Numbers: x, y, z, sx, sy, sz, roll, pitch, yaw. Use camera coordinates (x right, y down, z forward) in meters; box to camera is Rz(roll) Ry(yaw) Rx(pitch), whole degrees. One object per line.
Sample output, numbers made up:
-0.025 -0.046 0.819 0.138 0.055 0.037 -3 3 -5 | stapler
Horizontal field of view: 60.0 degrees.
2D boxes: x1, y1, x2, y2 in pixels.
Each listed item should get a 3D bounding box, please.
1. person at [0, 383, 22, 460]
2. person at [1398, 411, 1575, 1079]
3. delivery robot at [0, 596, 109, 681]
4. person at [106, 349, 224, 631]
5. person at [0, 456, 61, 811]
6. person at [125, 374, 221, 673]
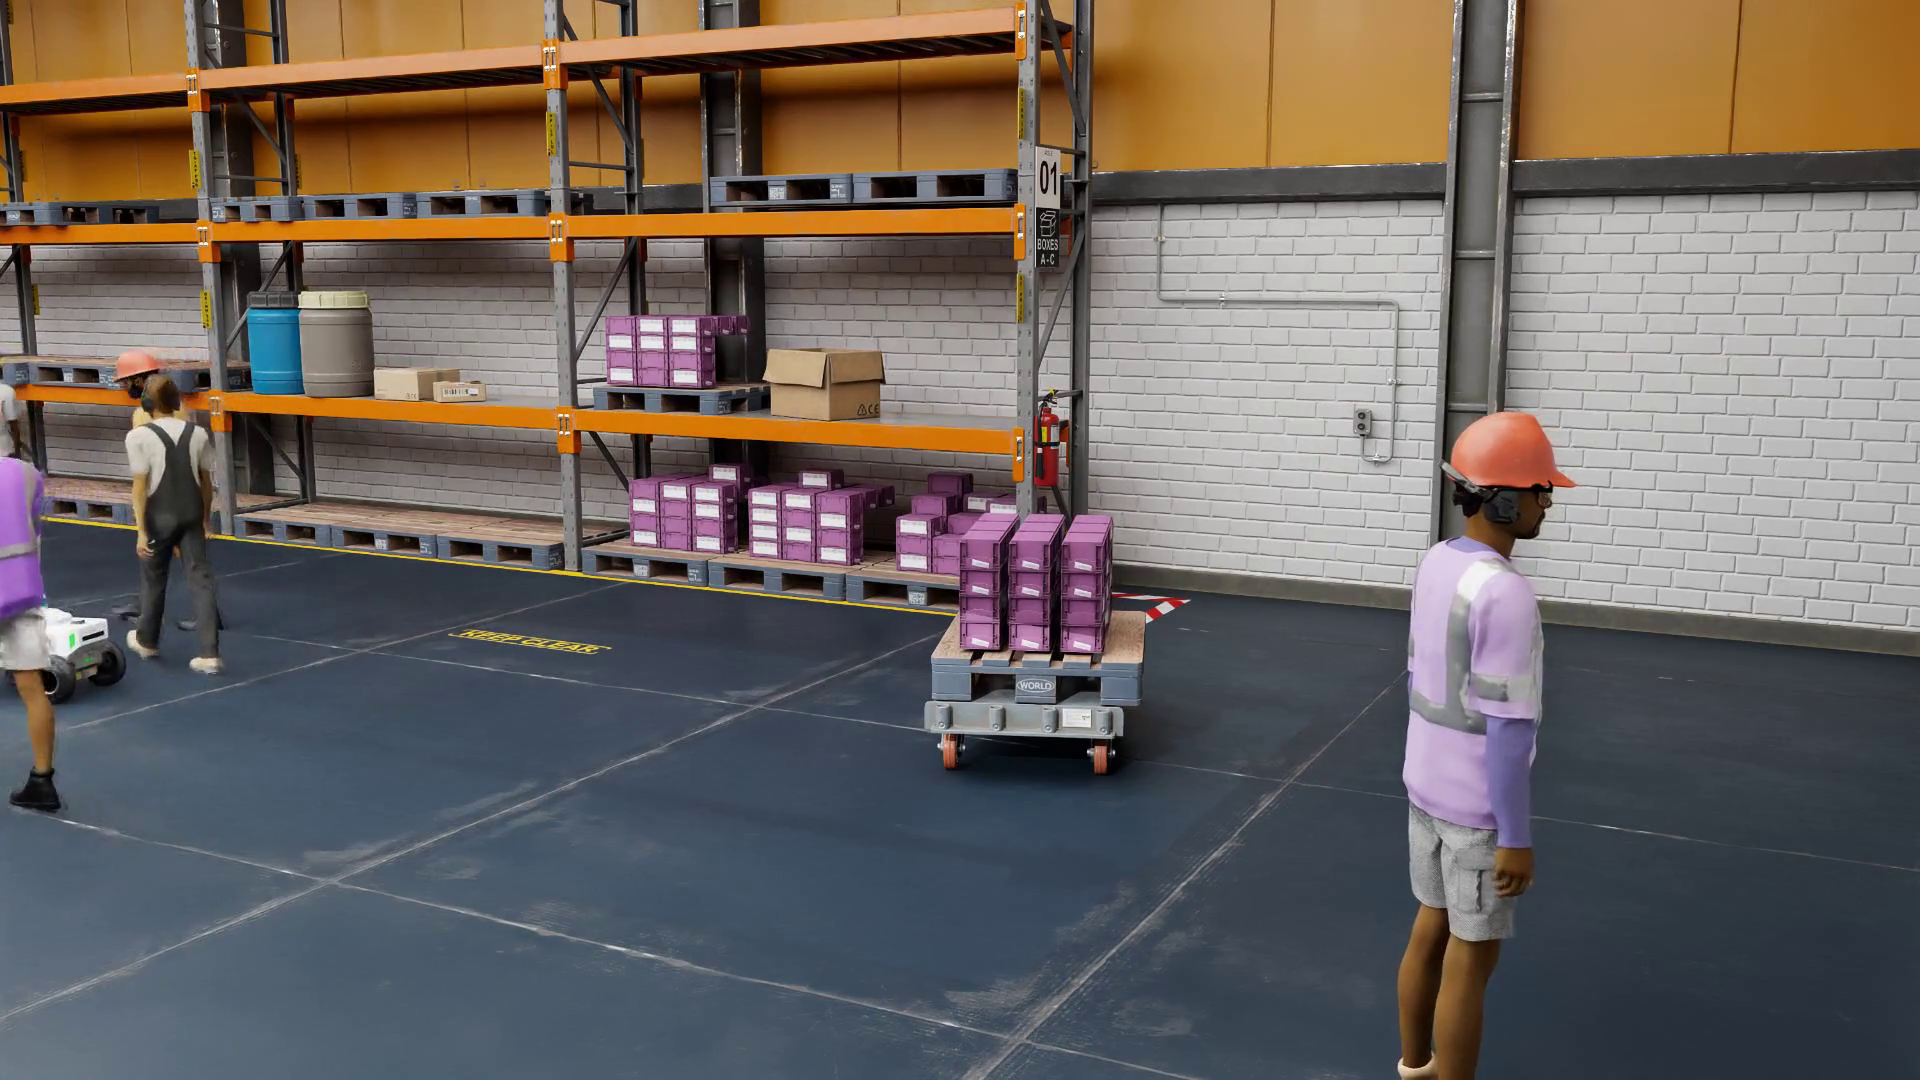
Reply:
-7.898 -0.681 13.553 0.507 1.823 1.002 0 9 -1 | person
1.396 0.677 4.464 0.393 2.044 0.609 -1 9 -3 | person
-5.243 0.561 9.468 0.707 0.478 0.477 2 9 11 | delivery robot
-5.386 -0.313 11.051 0.923 1.882 0.595 0 9 -3 | person
-4.381 0.263 7.440 0.792 1.905 0.554 5 11 31 | person
-4.778 -0.107 10.074 0.985 1.789 0.534 8 12 39 | person
